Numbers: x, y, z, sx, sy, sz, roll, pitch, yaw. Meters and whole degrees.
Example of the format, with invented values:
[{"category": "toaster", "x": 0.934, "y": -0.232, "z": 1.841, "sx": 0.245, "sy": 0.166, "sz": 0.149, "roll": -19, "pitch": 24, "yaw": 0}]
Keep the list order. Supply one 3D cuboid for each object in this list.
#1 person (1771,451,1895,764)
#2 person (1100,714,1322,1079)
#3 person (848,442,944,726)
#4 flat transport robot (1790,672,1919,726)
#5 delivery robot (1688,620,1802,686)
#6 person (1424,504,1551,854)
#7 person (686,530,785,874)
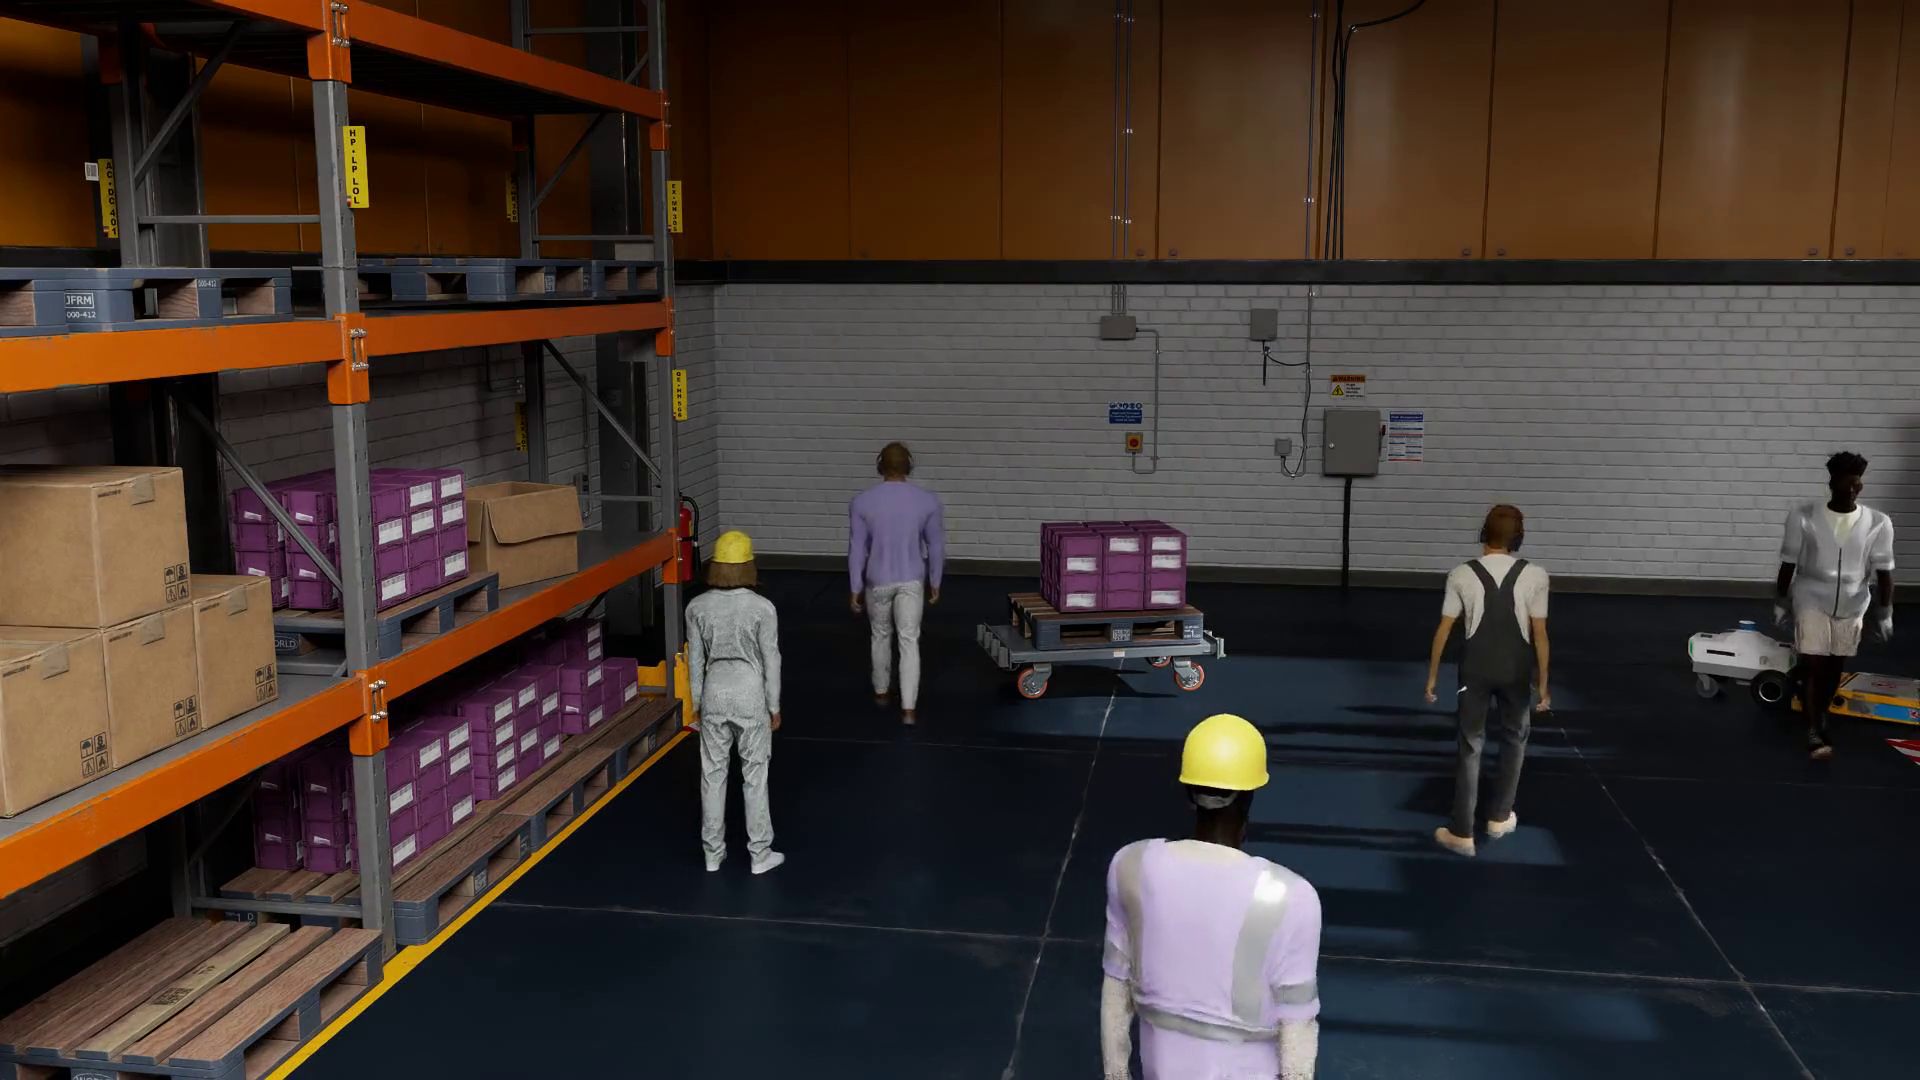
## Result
[{"category": "person", "x": 5.417, "y": 0.411, "z": 10.305, "sx": 0.633, "sy": 1.919, "sz": 0.979, "roll": 3, "pitch": 10, "yaw": 16}, {"category": "person", "x": 0.613, "y": 1.401, "z": 4.272, "sx": 0.590, "sy": 1.911, "sz": 0.559, "roll": 6, "pitch": 11, "yaw": 34}, {"category": "person", "x": -0.428, "y": 0.285, "z": 11.239, "sx": 0.649, "sy": 1.892, "sz": 1.037, "roll": -1, "pitch": 9, "yaw": -5}, {"category": "flat transport robot", "x": 6.433, "y": 1.100, "z": 11.153, "sx": 1.431, "sy": 0.197, "sz": 0.652, "roll": 8, "pitch": 12, "yaw": 39}, {"category": "delivery robot", "x": 5.547, "y": 0.813, "z": 11.764, "sx": 0.707, "sy": 0.478, "sz": 0.477, "roll": 7, "pitch": 11, "yaw": 36}, {"category": "person", "x": 2.775, "y": 0.715, "z": 8.771, "sx": 0.624, "sy": 1.817, "sz": 0.632, "roll": 3, "pitch": 10, "yaw": 15}, {"category": "person", "x": -1.125, "y": 0.814, "z": 8.391, "sx": 0.491, "sy": 1.742, "sz": 0.314, "roll": 2, "pitch": 9, "yaw": 12}]
